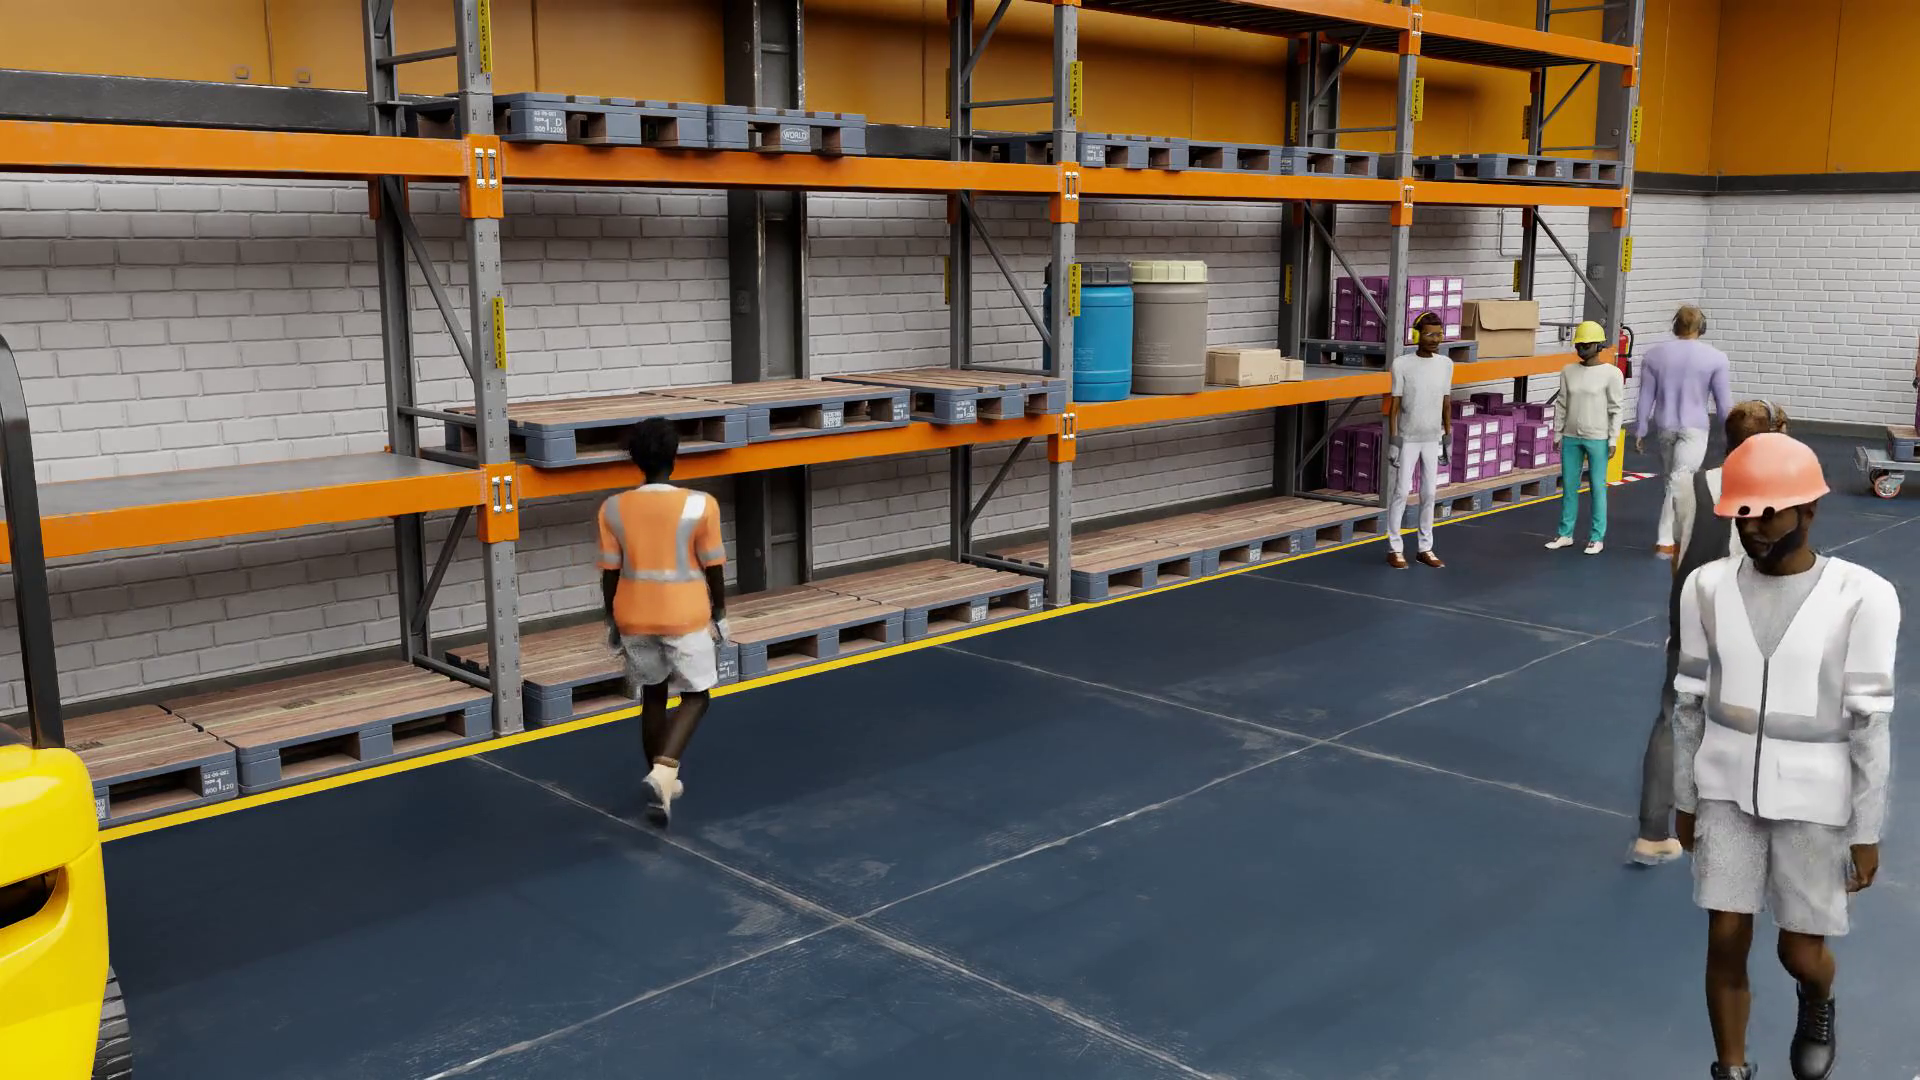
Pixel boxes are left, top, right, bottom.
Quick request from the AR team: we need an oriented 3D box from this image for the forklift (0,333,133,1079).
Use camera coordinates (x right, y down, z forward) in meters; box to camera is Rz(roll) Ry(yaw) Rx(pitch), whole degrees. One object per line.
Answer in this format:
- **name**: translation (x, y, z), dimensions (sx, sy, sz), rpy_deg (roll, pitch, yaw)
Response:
- **forklift**: translation (-3.289, 0.485, 4.582), dimensions (1.214, 2.155, 2.313), rpy_deg (-10, 14, -44)

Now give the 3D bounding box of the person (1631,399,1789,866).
- **person**: translation (2.959, 0.351, 6.421), dimensions (0.955, 1.791, 0.518), rpy_deg (-8, 13, -38)

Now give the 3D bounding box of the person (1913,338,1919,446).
- **person**: translation (10.955, -1.811, 18.619), dimensions (0.512, 1.639, 0.311), rpy_deg (1, 10, 5)

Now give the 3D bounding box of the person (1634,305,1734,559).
- **person**: translation (5.511, -0.828, 12.611), dimensions (0.666, 1.868, 1.061), rpy_deg (9, 14, 41)

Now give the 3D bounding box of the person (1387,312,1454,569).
- **person**: translation (3.332, -0.713, 12.032), dimensions (0.515, 1.862, 0.328), rpy_deg (-3, 11, -14)

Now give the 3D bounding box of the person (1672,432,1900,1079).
- **person**: translation (2.171, 0.658, 4.402), dimensions (0.566, 1.913, 0.599), rpy_deg (10, 14, 43)

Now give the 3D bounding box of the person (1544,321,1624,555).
- **person**: translation (4.731, -0.771, 12.601), dimensions (0.326, 1.767, 0.533), rpy_deg (-9, 13, -39)

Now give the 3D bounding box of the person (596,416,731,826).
- **person**: translation (-1.235, 0.337, 6.778), dimensions (0.536, 1.678, 0.620), rpy_deg (2, 11, 12)
